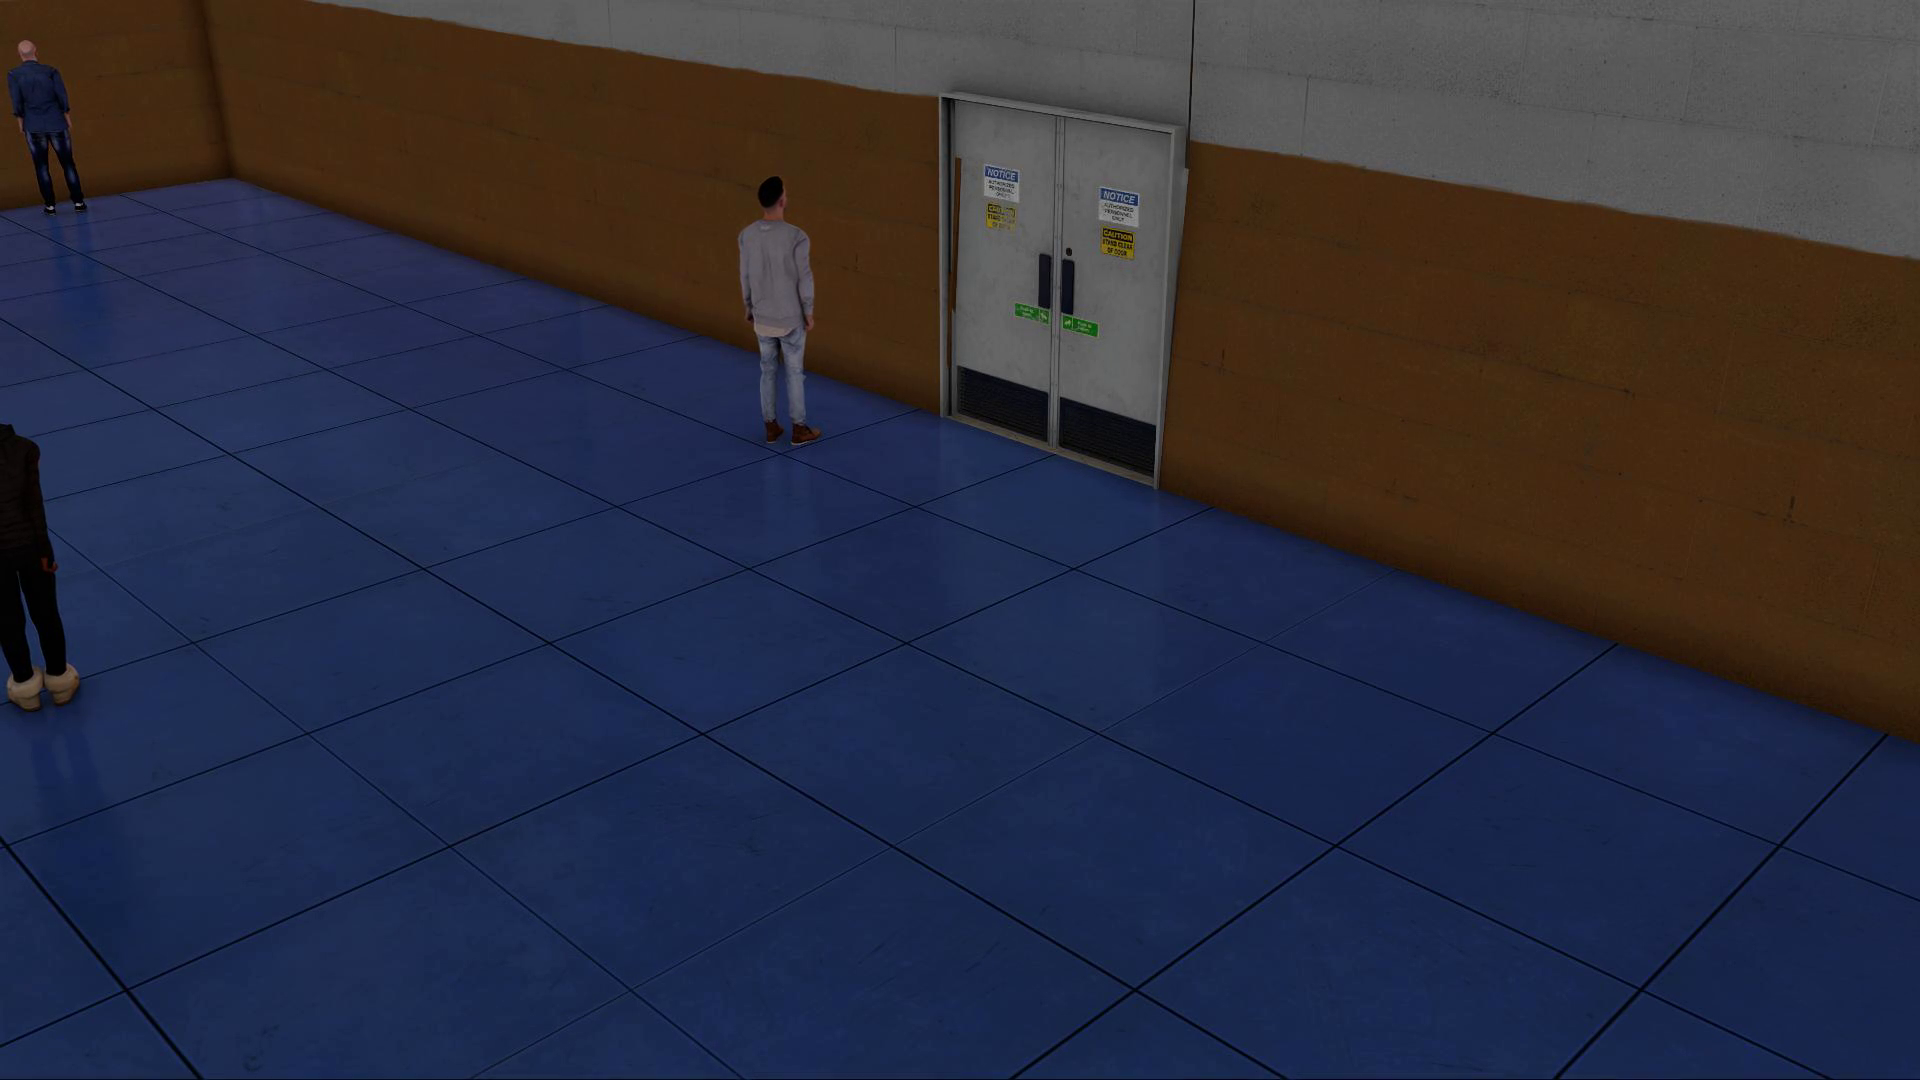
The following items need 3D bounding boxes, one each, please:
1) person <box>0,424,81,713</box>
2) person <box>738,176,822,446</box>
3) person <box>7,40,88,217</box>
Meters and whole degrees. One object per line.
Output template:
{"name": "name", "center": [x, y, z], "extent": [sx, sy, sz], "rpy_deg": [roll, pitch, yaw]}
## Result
{"name": "person", "center": [-4.463, 0.054, 7.831], "extent": [0.665, 1.661, 0.598], "rpy_deg": [8, 25, 19]}
{"name": "person", "center": [-1.225, -1.544, 11.261], "extent": [0.761, 1.840, 0.730], "rpy_deg": [8, 25, 19]}
{"name": "person", "center": [-9.817, -4.424, 17.860], "extent": [0.639, 1.825, 0.837], "rpy_deg": [-12, 26, -26]}
